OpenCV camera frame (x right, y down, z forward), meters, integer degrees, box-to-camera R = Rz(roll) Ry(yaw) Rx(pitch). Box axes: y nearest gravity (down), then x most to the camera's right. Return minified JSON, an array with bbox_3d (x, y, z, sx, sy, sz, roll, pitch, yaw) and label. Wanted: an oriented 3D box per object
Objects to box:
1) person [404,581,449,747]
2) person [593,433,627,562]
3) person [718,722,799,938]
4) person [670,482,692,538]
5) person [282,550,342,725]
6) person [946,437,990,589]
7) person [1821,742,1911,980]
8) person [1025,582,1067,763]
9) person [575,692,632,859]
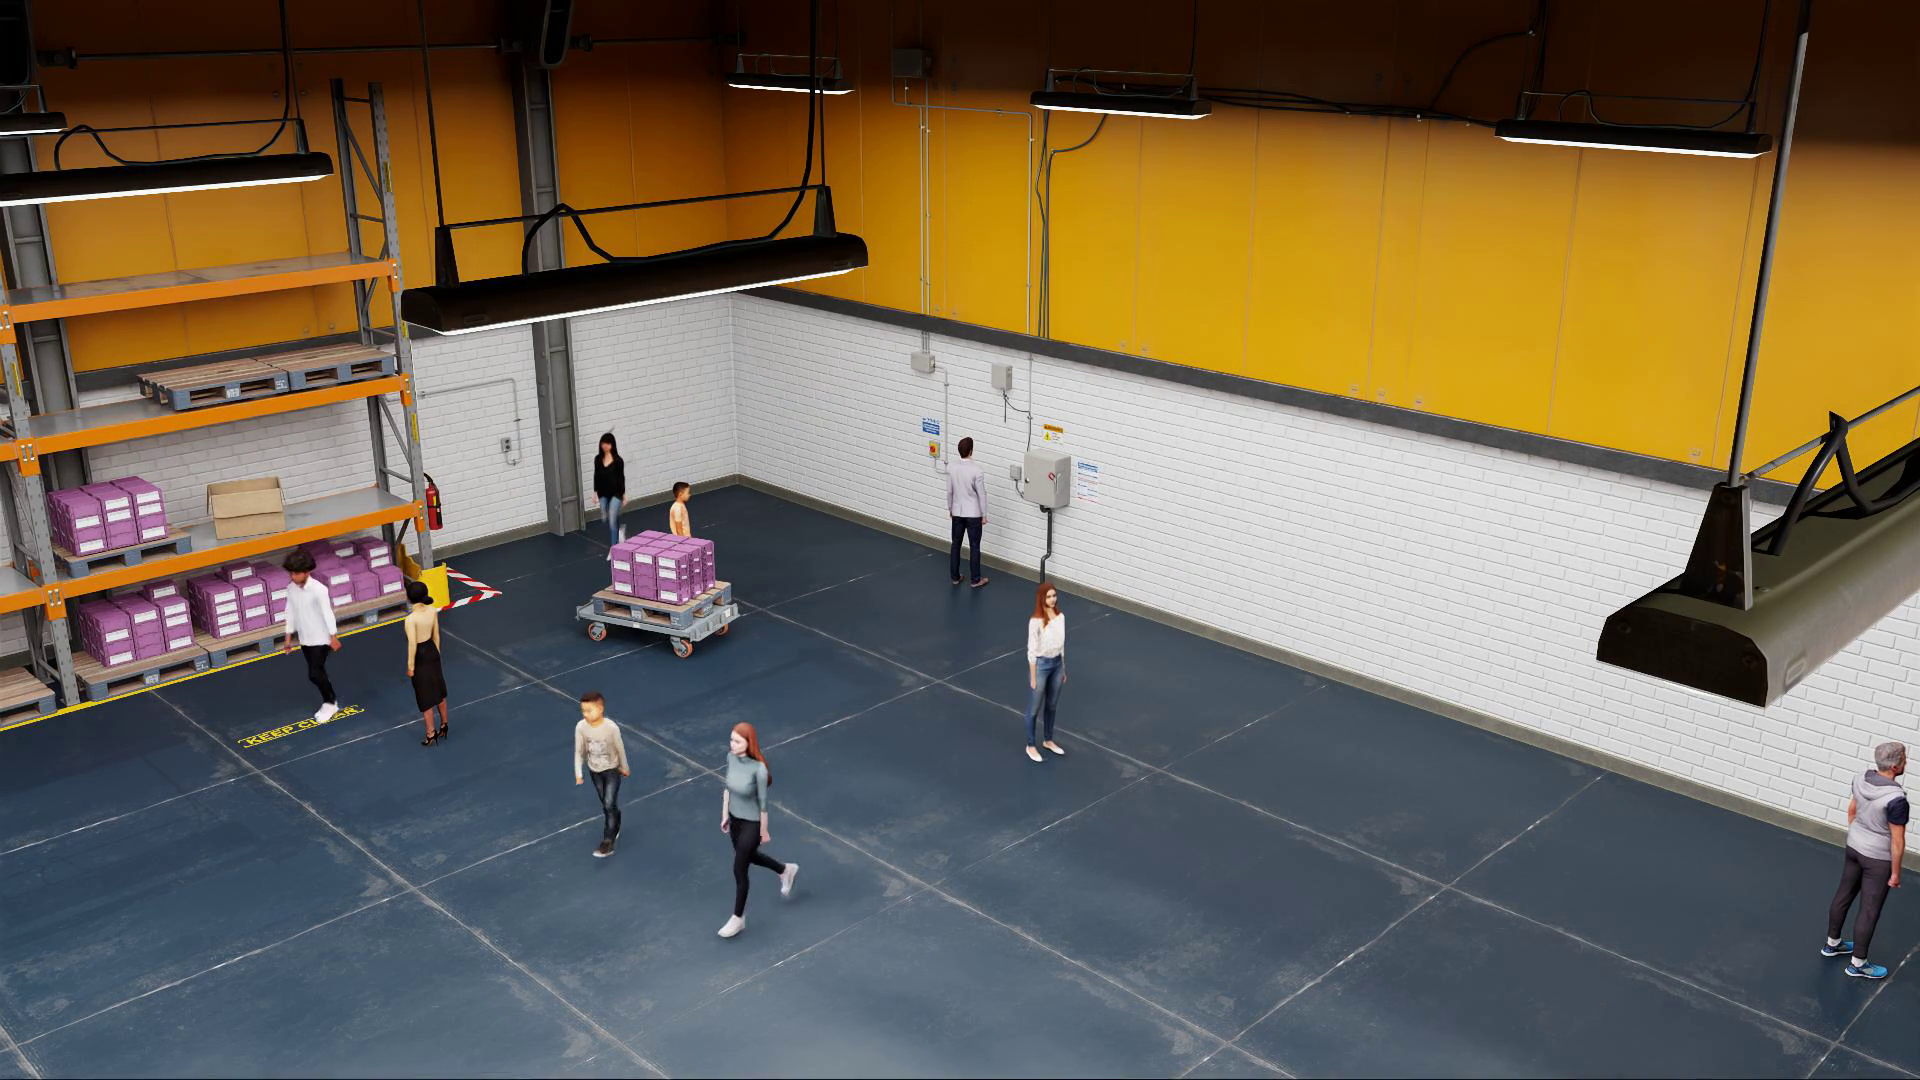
[{"bbox_3d":[-5.133,1.176,15.949,0.716,1.654,0.597,8,20,22],"label":"person"},{"bbox_3d":[-4.442,-0.588,21.230,0.850,1.626,1.037,5,19,14],"label":"person"},{"bbox_3d":[-1.590,2.182,12.853,1.038,1.721,0.592,-17,25,-42],"label":"person"},{"bbox_3d":[-3.322,0.018,19.698,0.644,1.454,0.594,-2,19,-5],"label":"person"},{"bbox_3d":[-6.350,0.914,16.517,0.727,1.786,0.756,9,21,26],"label":"person"},{"bbox_3d":[0.076,-0.344,20.148,0.746,1.853,0.696,9,21,25],"label":"person"},{"bbox_3d":[6.709,2.323,12.269,0.793,1.828,0.778,-3,19,-8],"label":"person"},{"bbox_3d":[0.805,1.218,15.707,0.513,1.728,0.676,-11,22,-31],"label":"person"},{"bbox_3d":[-2.977,1.910,14.103,0.870,1.440,0.997,1,19,4],"label":"person"}]
